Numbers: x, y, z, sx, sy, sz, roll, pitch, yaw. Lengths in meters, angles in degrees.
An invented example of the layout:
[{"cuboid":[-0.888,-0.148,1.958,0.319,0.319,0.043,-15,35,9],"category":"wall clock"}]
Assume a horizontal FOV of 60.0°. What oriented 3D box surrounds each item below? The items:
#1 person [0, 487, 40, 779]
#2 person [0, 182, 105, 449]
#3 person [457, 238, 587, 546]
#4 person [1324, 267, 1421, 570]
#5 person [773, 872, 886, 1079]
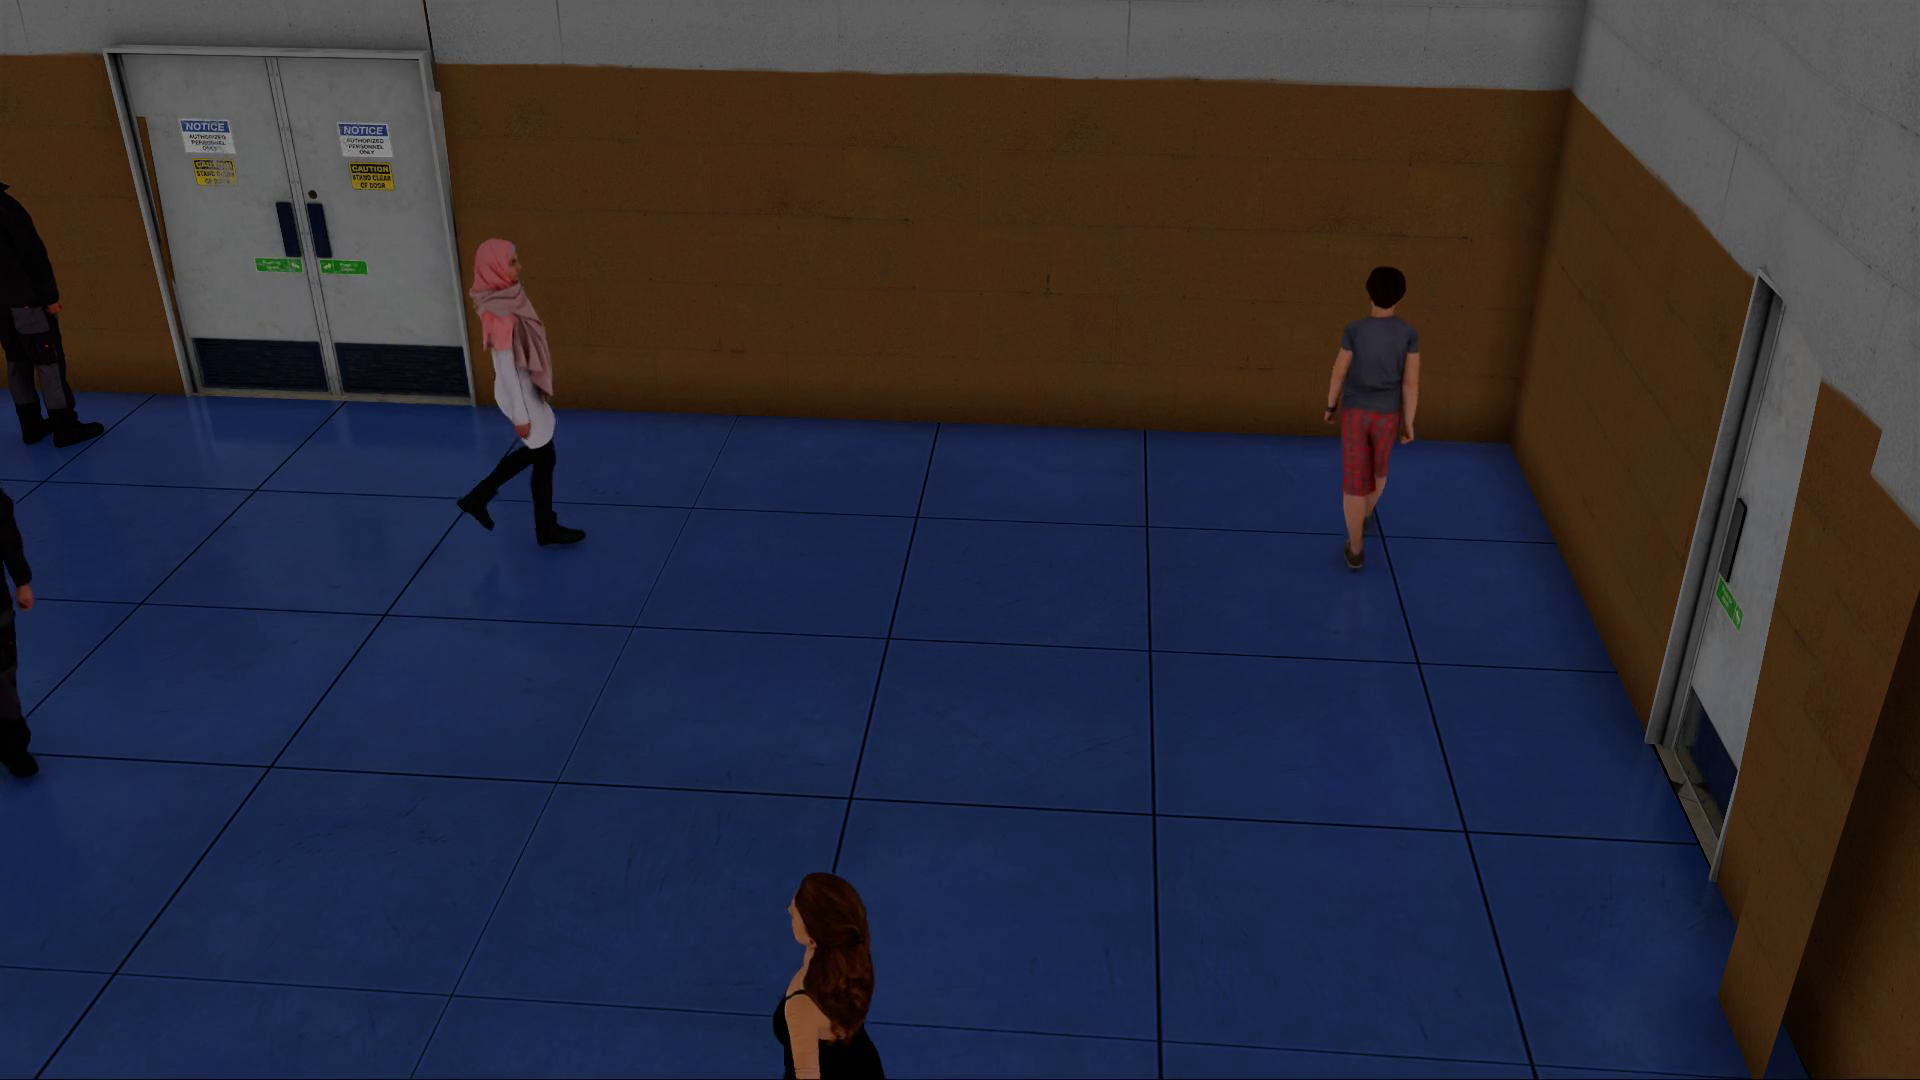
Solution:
[{"cuboid":[-4.343,0.189,7.125,0.863,1.855,0.936,-23,36,-36],"category":"person"},{"cuboid":[-5.769,-1.504,10.158,0.744,1.945,0.661,8,30,14],"category":"person"},{"cuboid":[-2.443,-0.744,8.928,0.855,1.788,0.922,-6,29,-12],"category":"person"},{"cuboid":[2.184,-0.605,8.827,0.630,1.629,0.906,4,29,6],"category":"person"},{"cuboid":[-0.279,1.651,4.766,0.923,1.573,1.123,13,31,23],"category":"person"}]
